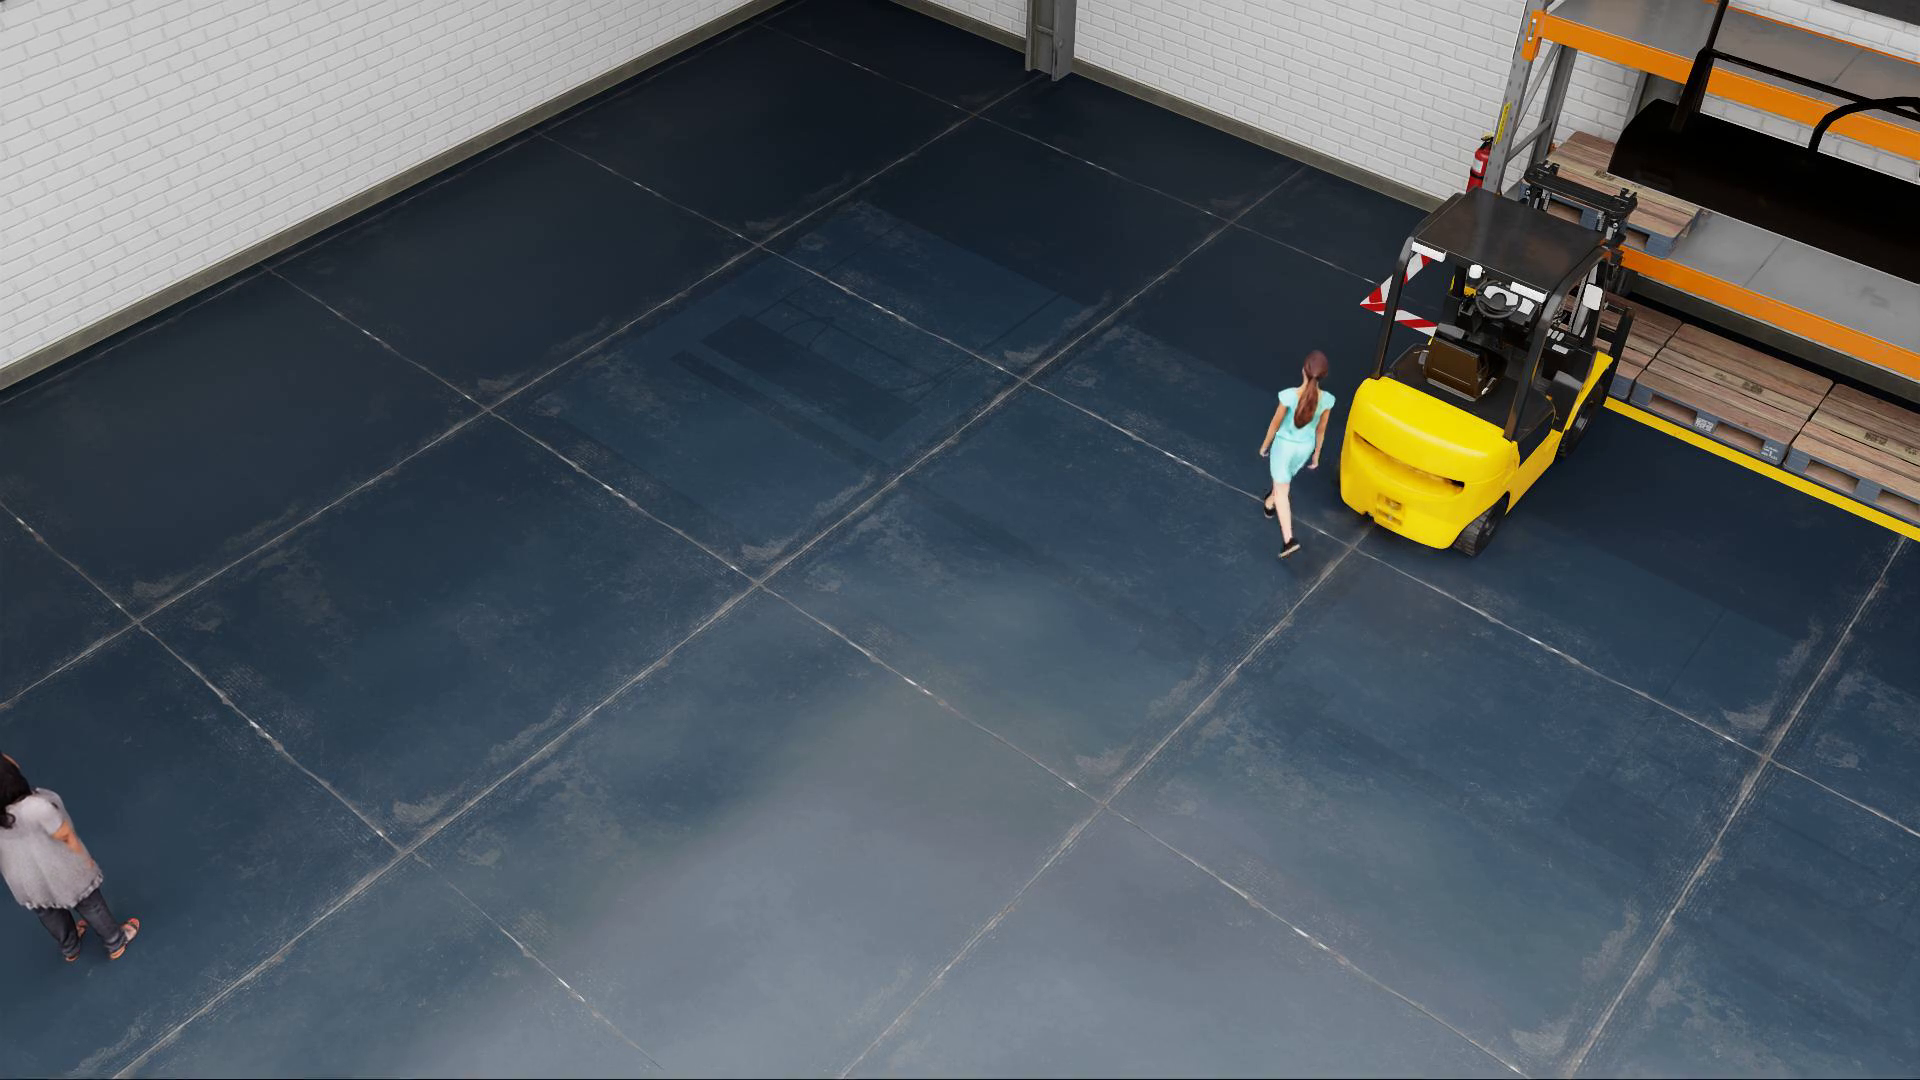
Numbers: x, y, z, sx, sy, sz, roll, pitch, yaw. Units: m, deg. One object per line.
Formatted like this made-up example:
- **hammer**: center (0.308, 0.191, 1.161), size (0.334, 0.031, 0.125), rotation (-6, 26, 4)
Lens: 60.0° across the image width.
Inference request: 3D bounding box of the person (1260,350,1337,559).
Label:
- **person**: center (2.321, -0.585, 11.486), size (1.049, 1.525, 1.055), rotation (-2, 44, -2)

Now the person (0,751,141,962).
- **person**: center (-4.957, 1.732, 8.994), size (0.775, 1.609, 0.838), rotation (-1, 44, -1)
